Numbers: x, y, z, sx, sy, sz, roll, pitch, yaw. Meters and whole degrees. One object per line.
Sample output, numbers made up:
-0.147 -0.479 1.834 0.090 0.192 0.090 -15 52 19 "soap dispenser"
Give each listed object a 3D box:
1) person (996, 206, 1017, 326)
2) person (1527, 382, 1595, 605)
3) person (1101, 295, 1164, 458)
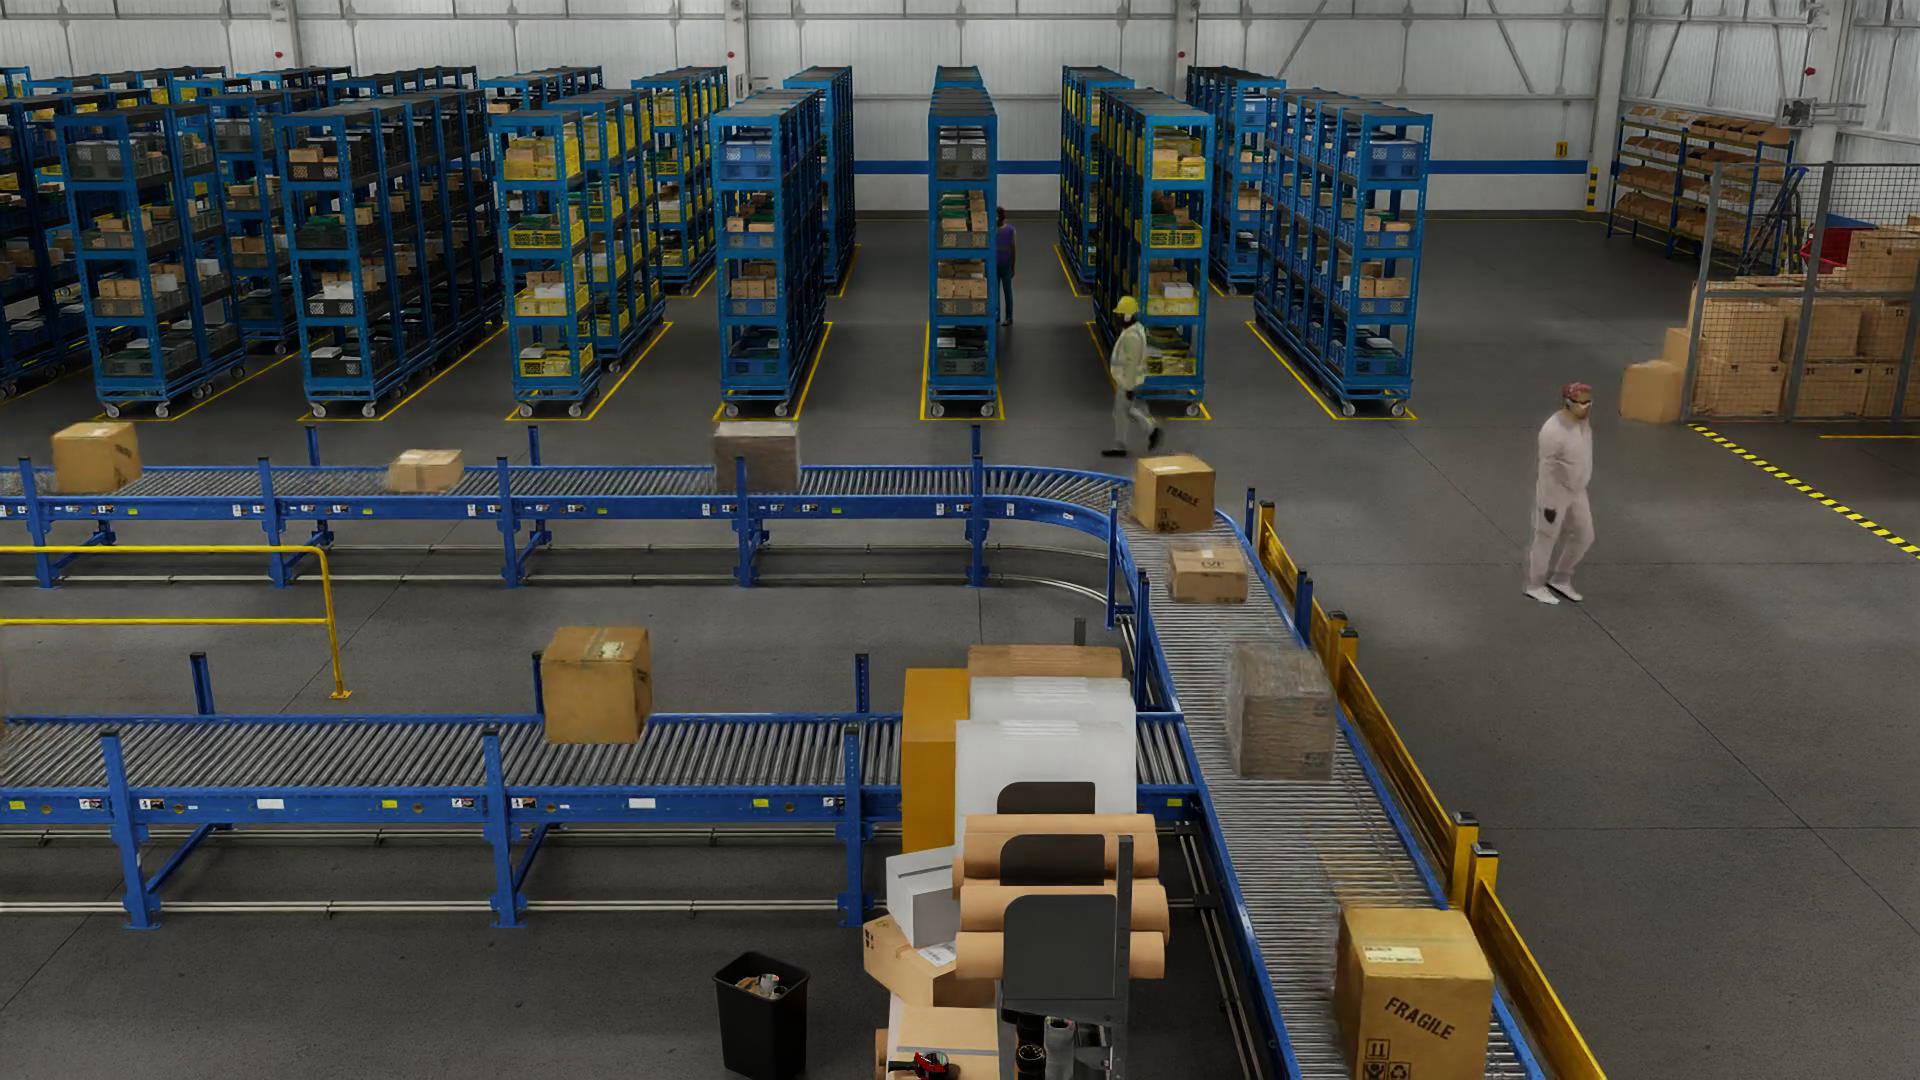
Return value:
0.620 -4.247 25.765 0.569 1.831 0.411 11 21 30 "person"
5.009 -0.366 13.702 0.682 1.888 0.560 -15 23 -38 "person"
1.896 -1.773 18.162 0.590 1.813 0.603 3 18 10 "person"
